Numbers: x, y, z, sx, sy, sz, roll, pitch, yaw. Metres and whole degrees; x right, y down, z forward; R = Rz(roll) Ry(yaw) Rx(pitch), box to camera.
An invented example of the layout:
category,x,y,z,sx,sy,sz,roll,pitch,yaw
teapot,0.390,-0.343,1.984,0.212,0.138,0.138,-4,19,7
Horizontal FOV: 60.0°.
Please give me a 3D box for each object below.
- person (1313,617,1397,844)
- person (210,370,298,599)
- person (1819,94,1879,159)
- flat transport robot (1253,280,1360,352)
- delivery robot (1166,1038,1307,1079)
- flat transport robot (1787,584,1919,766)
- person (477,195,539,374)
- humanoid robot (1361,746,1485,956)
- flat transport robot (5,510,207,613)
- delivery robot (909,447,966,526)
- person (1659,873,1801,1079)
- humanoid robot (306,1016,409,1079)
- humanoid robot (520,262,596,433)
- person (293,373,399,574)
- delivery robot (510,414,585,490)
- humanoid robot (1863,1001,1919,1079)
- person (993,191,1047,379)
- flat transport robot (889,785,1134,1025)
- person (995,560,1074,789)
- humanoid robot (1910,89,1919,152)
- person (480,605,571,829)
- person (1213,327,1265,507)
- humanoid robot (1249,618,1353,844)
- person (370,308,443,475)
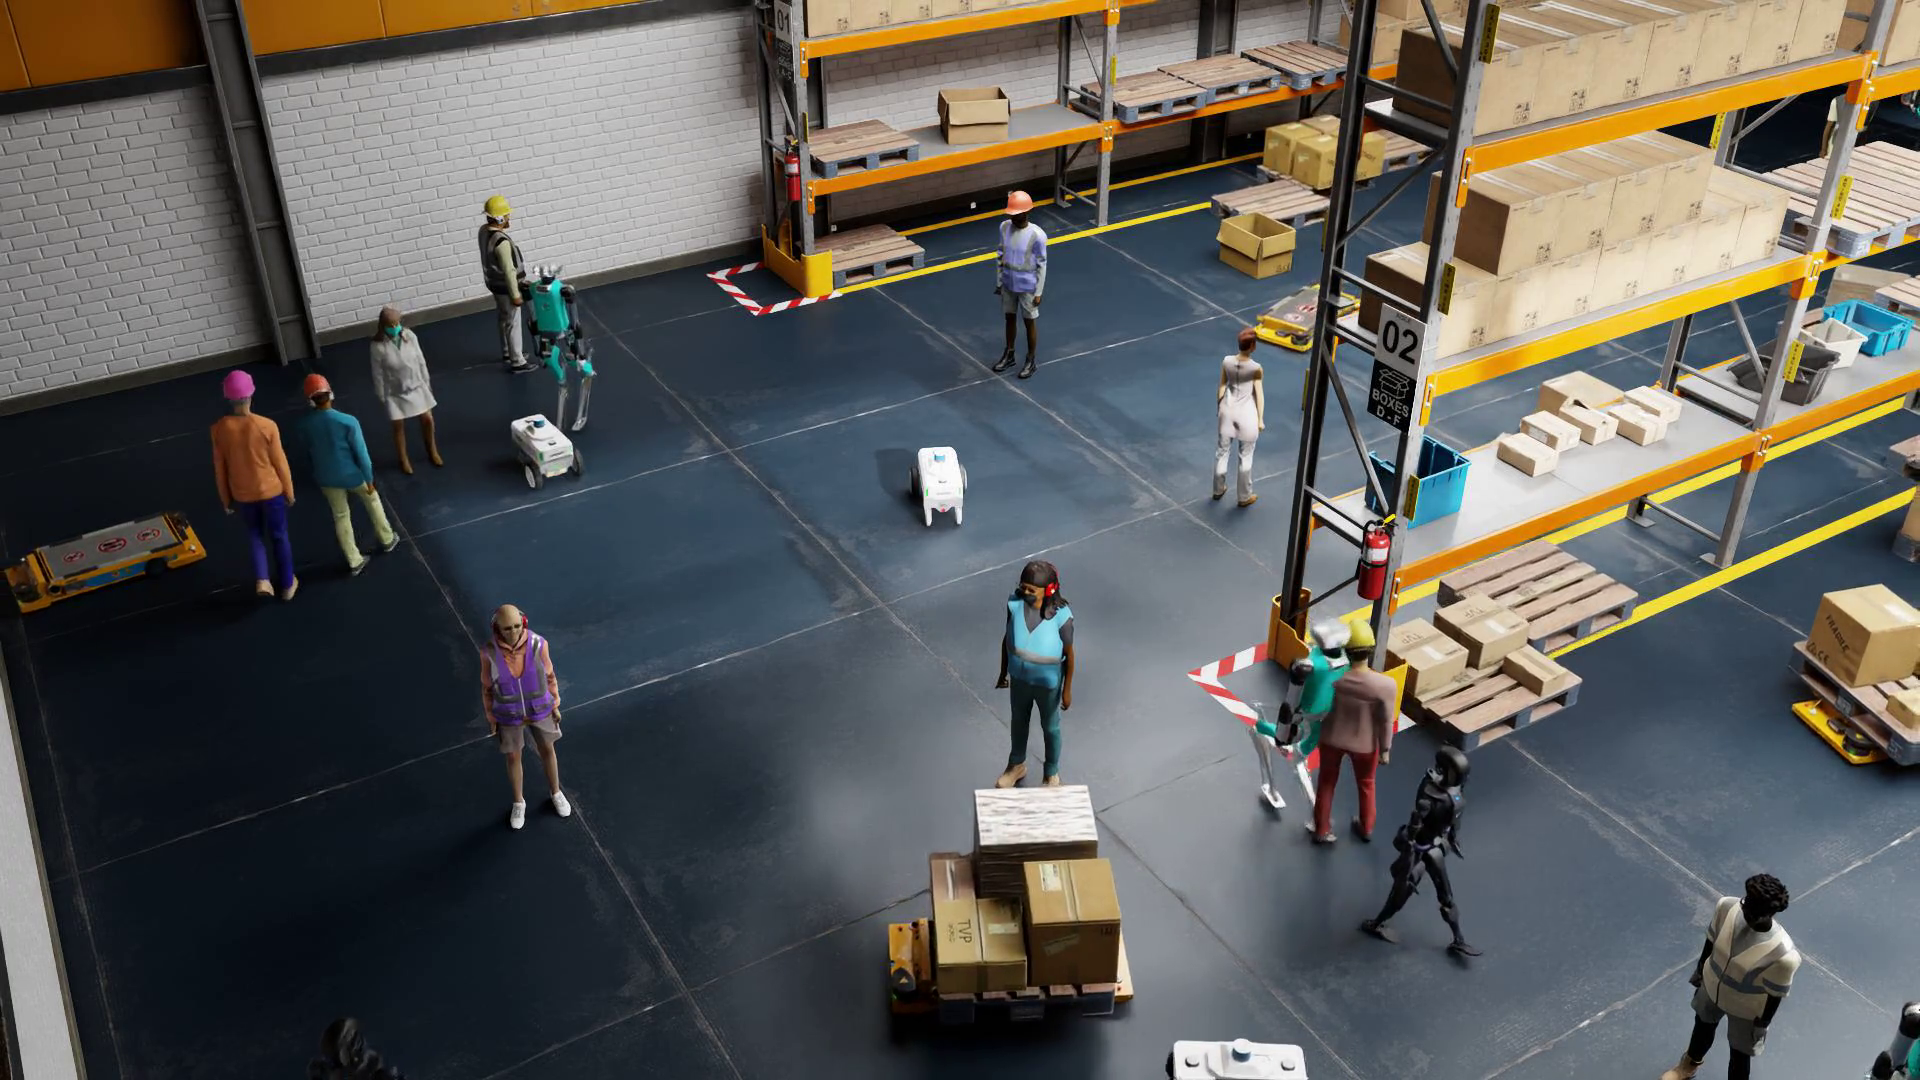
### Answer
category,x,y,z,sx,sy,sz,roll,pitch,yaw
person,2.510,1.242,10.712,0.560,1.746,0.432,12,34,18
person,-5.546,-0.395,13.124,0.562,1.959,0.540,-5,32,-8
person,10.729,-4.778,20.217,0.563,1.849,0.391,-2,32,-3
flat transport robot,3.774,-2.421,17.945,0.659,0.231,1.431,23,39,32
delivery robot,1.492,2.973,9.090,0.805,0.612,0.499,1,32,2
flat transport robot,6.880,1.255,12.083,1.431,0.231,0.659,-8,33,-13
person,-4.568,-2.576,16.735,0.403,1.824,0.594,-20,37,-28
humanoid robot,2.796,1.861,9.822,0.611,1.621,0.721,-27,41,-36
flat transport robot,-7.103,0.163,13.824,1.431,0.231,0.659,-21,38,-29
delivery robot,-0.178,-0.518,14.649,0.499,0.603,0.794,-3,32,-5
person,4.134,2.427,8.876,0.322,1.690,0.531,-14,35,-21
humanoid robot,-2.824,2.891,8.147,0.610,1.643,0.455,5,32,8
humanoid robot,-3.688,-1.803,15.633,0.542,1.861,0.676,7,33,11
person,-5.054,-0.594,13.664,0.570,1.716,0.702,1,32,2
delivery robot,-3.786,-0.830,15.146,0.504,0.603,0.774,-21,38,-30
humanoid robot,4.778,2.686,8.472,0.530,1.805,0.804,3,32,5
person,0.584,-2.548,16.578,0.550,1.936,0.354,20,37,28
flat transport robot,0.293,2.522,10.062,1.431,0.231,0.659,-2,32,-3
person,0.513,0.927,11.101,0.532,1.865,0.375,16,35,24
humanoid robot,12.732,-5.669,21.735,0.597,1.768,0.881,14,35,21
person,-2.863,1.138,10.927,0.487,1.694,0.347,-11,34,-17
person,2.435,-1.072,14.485,0.449,1.657,0.285,21,38,30
humanoid robot,2.201,1.142,10.871,0.530,1.736,0.945,-13,34,-19
person,-4.995,-1.338,14.927,0.497,1.637,0.371,-23,38,-31
